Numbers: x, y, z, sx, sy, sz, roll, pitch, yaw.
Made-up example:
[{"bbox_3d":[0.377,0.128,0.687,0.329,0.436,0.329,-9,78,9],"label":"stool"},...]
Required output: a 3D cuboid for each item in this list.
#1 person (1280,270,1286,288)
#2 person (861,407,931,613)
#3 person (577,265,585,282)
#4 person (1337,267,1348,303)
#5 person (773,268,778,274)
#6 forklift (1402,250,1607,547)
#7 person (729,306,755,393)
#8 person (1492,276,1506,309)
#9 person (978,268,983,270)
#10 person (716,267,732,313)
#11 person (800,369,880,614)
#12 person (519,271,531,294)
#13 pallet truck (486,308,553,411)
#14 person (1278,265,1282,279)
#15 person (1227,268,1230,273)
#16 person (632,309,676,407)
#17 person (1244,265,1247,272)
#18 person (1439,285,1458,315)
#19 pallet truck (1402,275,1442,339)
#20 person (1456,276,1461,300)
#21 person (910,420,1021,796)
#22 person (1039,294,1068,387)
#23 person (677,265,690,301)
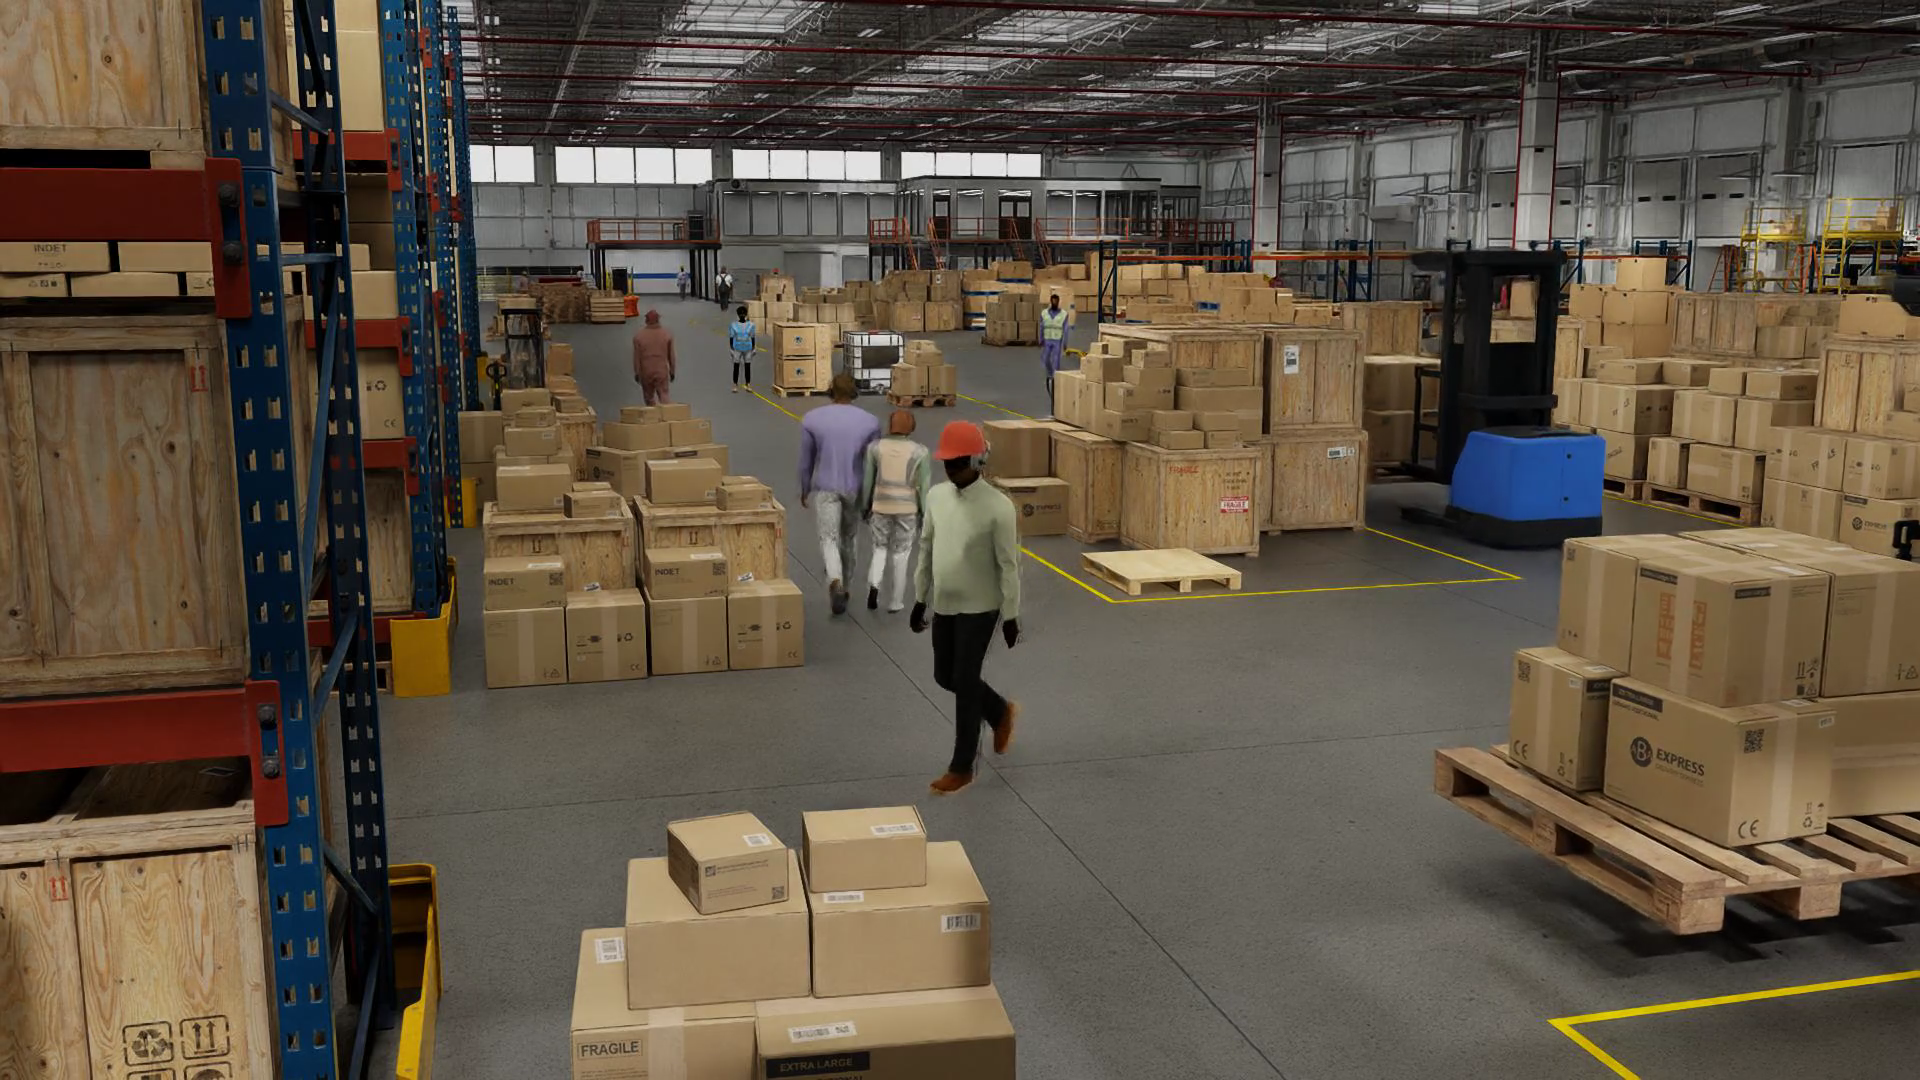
[{"bbox_3d":[15.711,-12.377,81.488,0.669,1.749,0.534,7,12,34],"label":"person"},{"bbox_3d":[-0.505,-0.220,12.962,0.550,1.620,0.467,2,10,11],"label":"person"},{"bbox_3d":[-19.713,-13.362,86.663,0.573,1.883,0.356,8,13,39],"label":"person"},{"bbox_3d":[17.858,-11.814,77.769,0.589,1.928,0.384,1,10,6],"label":"person"},{"bbox_3d":[-7.925,-10.735,71.631,0.544,1.939,0.354,-4,11,-22],"label":"person"},{"bbox_3d":[5.388,-1.439,16.320,1.129,2.768,1.873,-3,10,-16],"label":"forklift"},{"bbox_3d":[-4.282,-3.747,32.735,0.530,1.697,0.322,-3,10,-15],"label":"person"},{"bbox_3d":[18.134,-8.017,56.256,0.618,1.938,1.073,2,10,12],"label":"person"},{"bbox_3d":[0.858,-9.766,65.919,0.630,2.010,0.748,-5,11,-24],"label":"person"},{"bbox_3d":[-10.196,-10.835,71.904,0.682,2.000,0.972,0,10,2],"label":"person"},{"bbox_3d":[-0.937,-0.382,13.111,0.635,1.917,0.890,-2,10,-9],"label":"person"},{"bbox_3d":[-19.852,-11.398,75.970,0.521,1.729,0.888,0,10,0],"label":"person"},{"bbox_3d":[-6.242,-2.418,24.362,0.823,1.965,1.885,1,10,3],"label":"pallet truck"},{"bbox_3d":[16.955,-13.801,89.032,0.636,1.914,0.793,0,10,2],"label":"person"},{"bbox_3d":[12.201,-11.483,75.888,0.423,1.927,0.563,-2,10,-12],"label":"person"},{"bbox_3d":[-4.767,-2.642,25.925,0.662,1.890,0.518,-3,10,-17],"label":"person"},{"bbox_3d":[13.507,-12.032,78.809,0.382,1.995,0.612,0,10,0],"label":"person"},{"bbox_3d":[16.663,-8.058,56.812,0.634,1.818,0.720,1,10,8],"label":"person"},{"bbox_3d":[14.620,-7.324,52.145,0.823,1.965,1.885,8,13,40],"label":"pallet truck"},{"bbox_3d":[22.357,-11.211,75.044,0.553,1.683,0.397,-3,10,-17],"label":"person"},{"bbox_3d":[0.084,0.327,8.921,0.639,1.971,0.786,10,14,43],"label":"person"},{"bbox_3d":[1.913,-4.070,33.961,0.631,1.906,0.442,3,11,18],"label":"person"},{"bbox_3d":[-14.702,-13.657,88.352,0.609,1.873,0.998,-4,11,-19],"label":"person"}]
